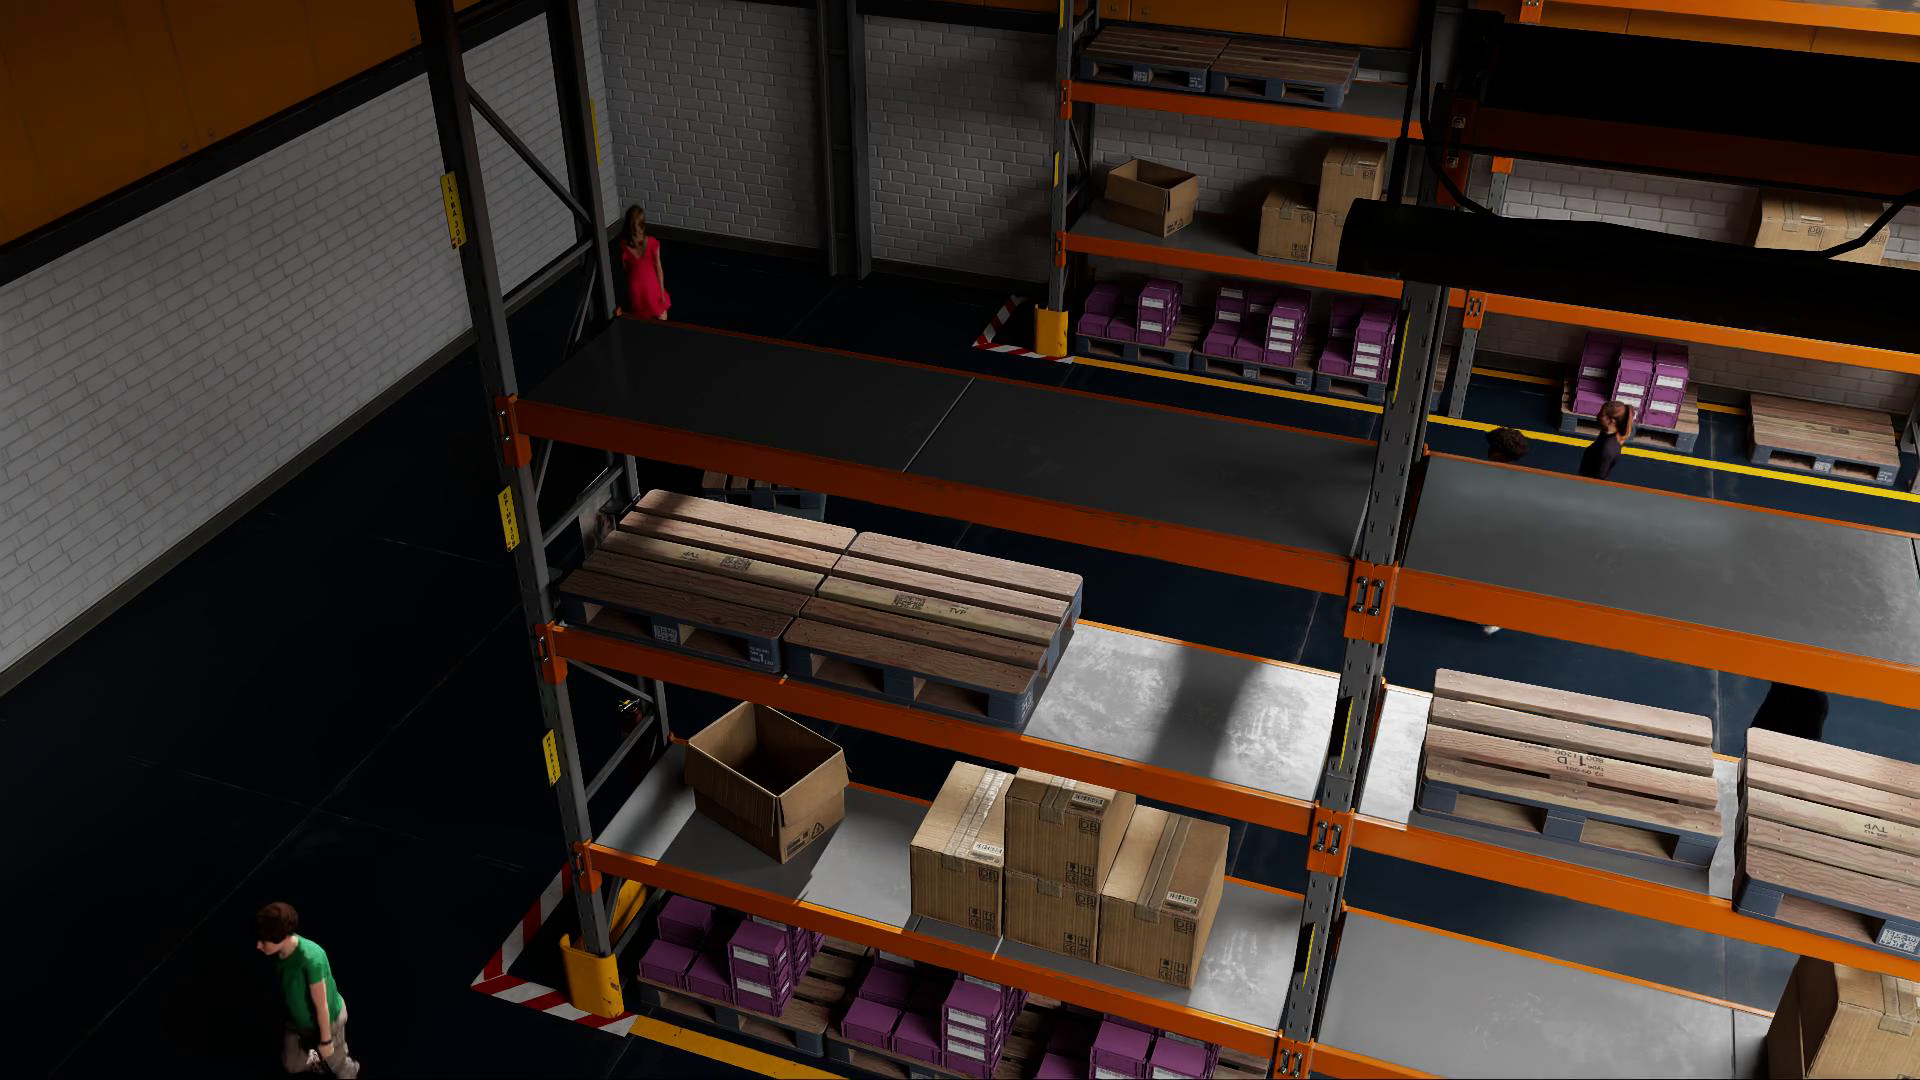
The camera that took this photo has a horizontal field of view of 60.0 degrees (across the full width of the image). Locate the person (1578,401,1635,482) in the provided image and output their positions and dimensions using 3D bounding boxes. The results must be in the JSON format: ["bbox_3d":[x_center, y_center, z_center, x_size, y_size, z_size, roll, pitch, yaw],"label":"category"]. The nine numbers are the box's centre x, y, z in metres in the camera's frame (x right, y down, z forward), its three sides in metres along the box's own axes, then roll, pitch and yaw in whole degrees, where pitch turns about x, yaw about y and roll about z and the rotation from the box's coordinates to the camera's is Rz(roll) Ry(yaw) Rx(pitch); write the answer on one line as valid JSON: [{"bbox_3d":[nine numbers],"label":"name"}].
[{"bbox_3d":[4.994,-0.287,12.955,0.786,1.720,0.568,11,35,16],"label":"person"}]

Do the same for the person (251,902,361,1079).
[{"bbox_3d":[-3.379,2.474,8.871,0.602,1.644,0.681,16,37,22],"label":"person"}]

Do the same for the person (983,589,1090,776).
[{"bbox_3d":[0.798,1.010,11.094,1.445,1.620,1.176,-4,34,-6],"label":"person"}]

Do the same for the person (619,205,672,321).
[{"bbox_3d":[-3.073,-2.380,16.111,0.641,1.713,0.719,2,34,3],"label":"person"}]

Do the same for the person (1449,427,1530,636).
[{"bbox_3d":[4.086,-0.057,12.560,0.687,1.774,0.606,11,35,16],"label":"person"}]
